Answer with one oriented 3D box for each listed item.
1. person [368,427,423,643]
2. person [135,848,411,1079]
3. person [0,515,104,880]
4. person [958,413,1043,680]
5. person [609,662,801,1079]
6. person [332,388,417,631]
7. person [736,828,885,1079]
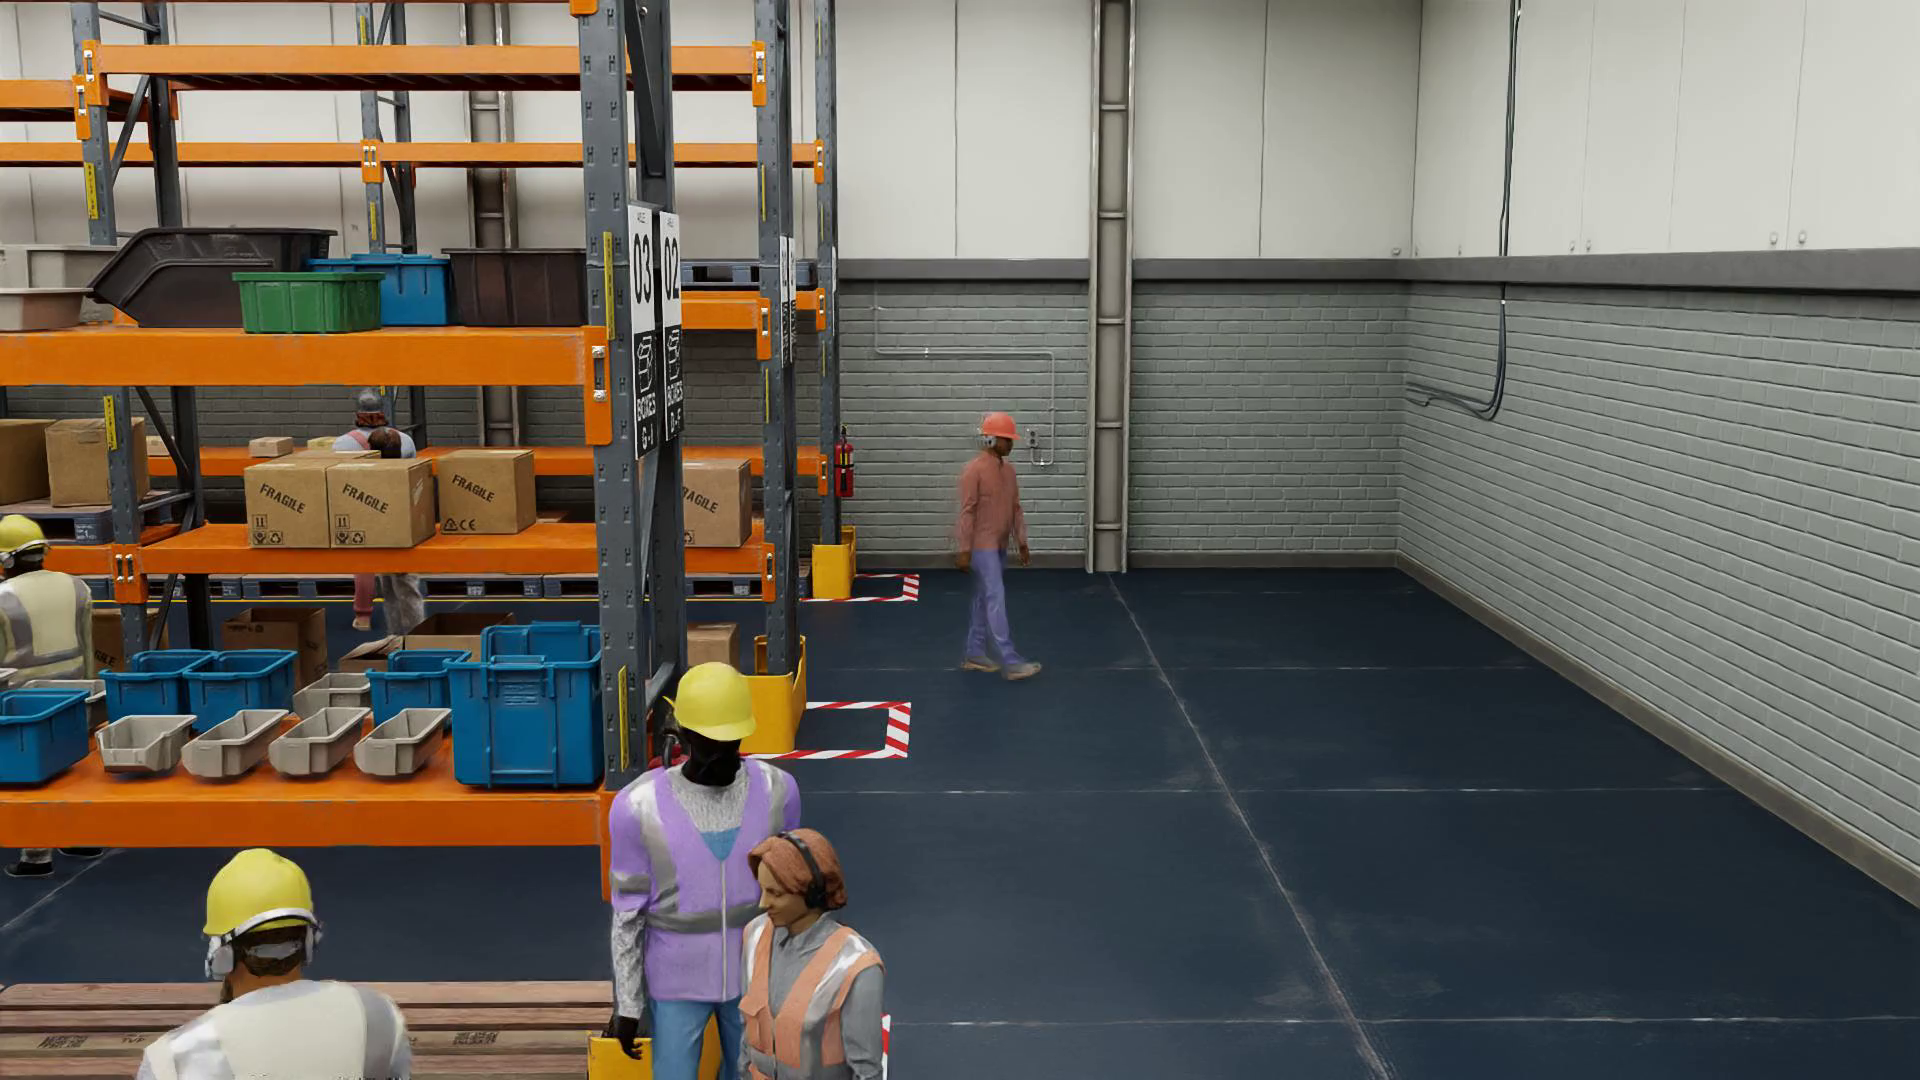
[{"bbox_3d":[-4.316,0.060,12.667,0.429,1.841,0.633,-7,12,-38],"label":"person"},{"bbox_3d":[-1.403,1.584,3.528,0.773,1.790,0.640,8,12,39],"label":"person"},{"bbox_3d":[-4.627,0.779,8.342,0.403,1.821,0.590,4,10,24],"label":"person"},{"bbox_3d":[0.351,0.047,12.342,0.809,1.965,0.650,6,11,31],"label":"person"},{"bbox_3d":[-0.725,1.287,4.929,0.596,1.915,0.400,-4,10,-25],"label":"person"},{"bbox_3d":[-4.934,-0.263,14.040,0.682,2.000,0.537,-5,10,-27],"label":"person"},{"bbox_3d":[-0.383,1.530,4.303,0.524,1.632,0.317,9,13,43],"label":"person"}]
